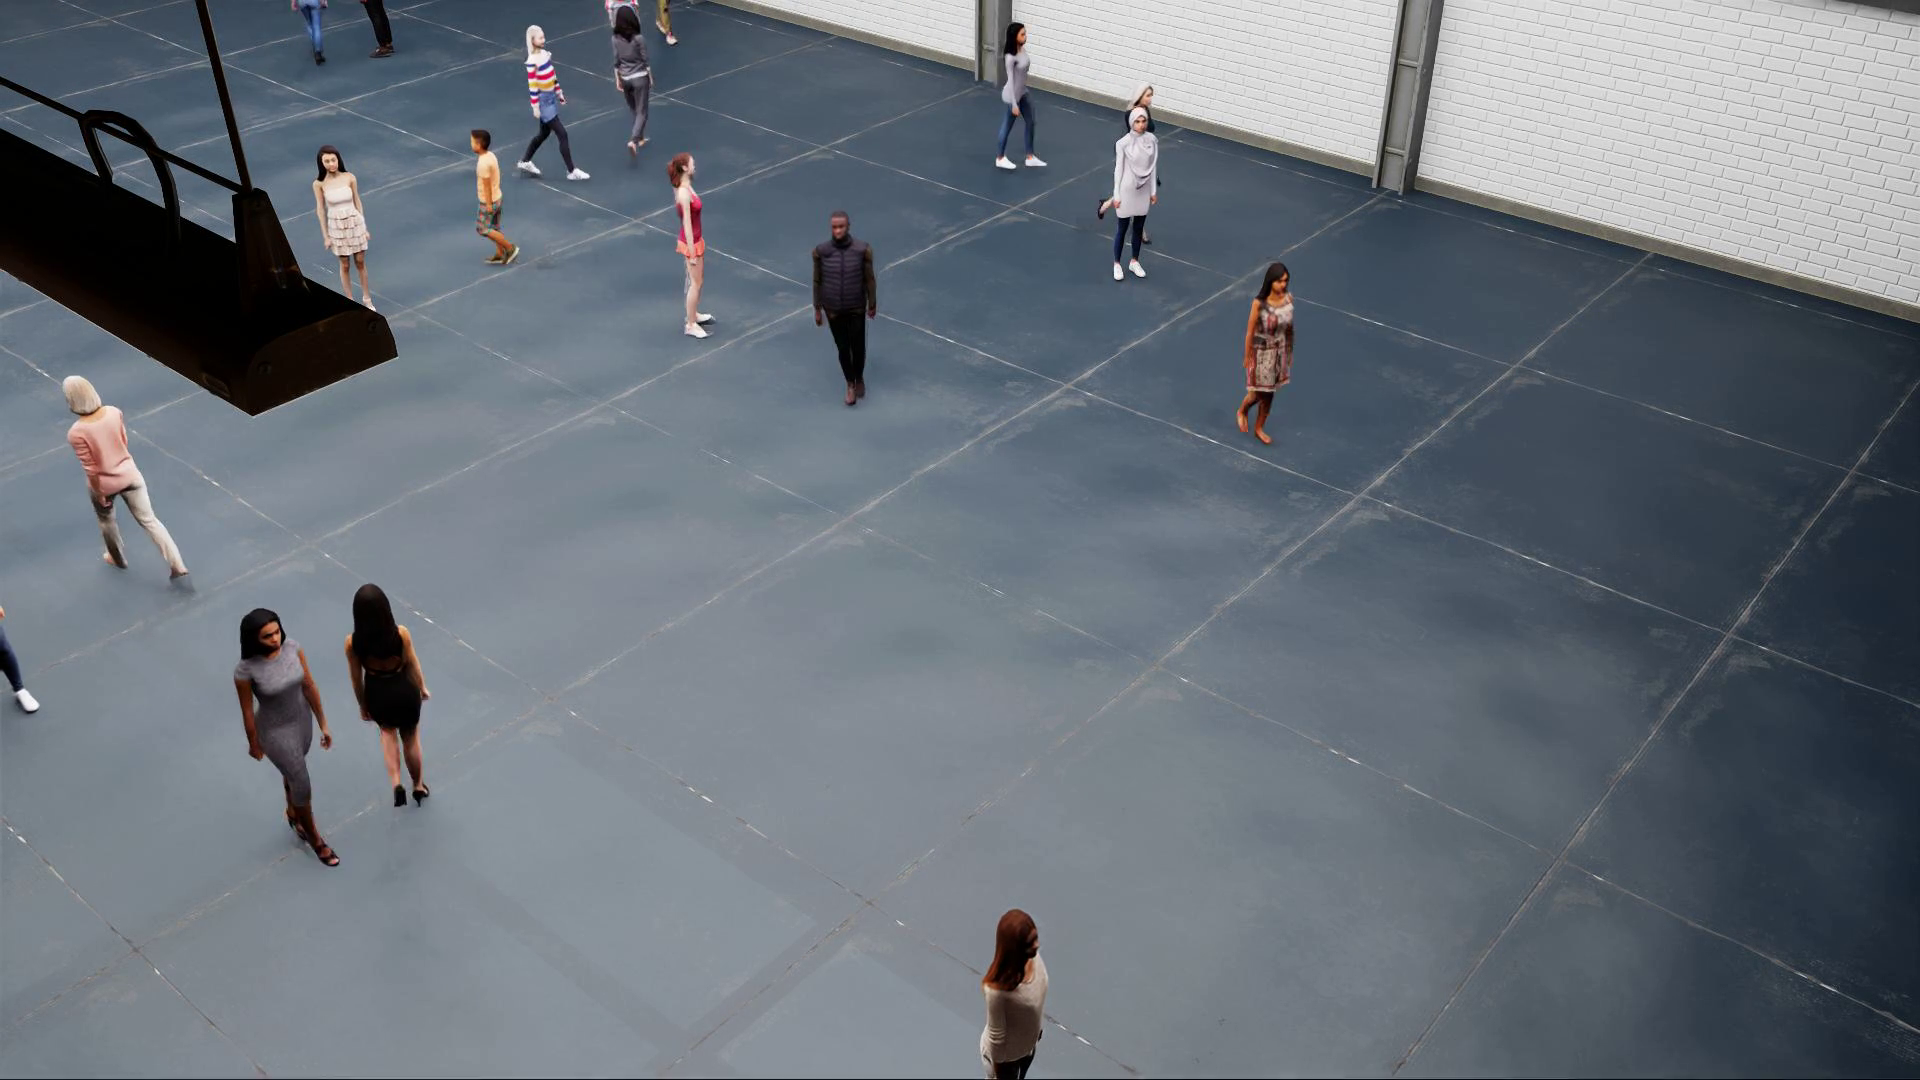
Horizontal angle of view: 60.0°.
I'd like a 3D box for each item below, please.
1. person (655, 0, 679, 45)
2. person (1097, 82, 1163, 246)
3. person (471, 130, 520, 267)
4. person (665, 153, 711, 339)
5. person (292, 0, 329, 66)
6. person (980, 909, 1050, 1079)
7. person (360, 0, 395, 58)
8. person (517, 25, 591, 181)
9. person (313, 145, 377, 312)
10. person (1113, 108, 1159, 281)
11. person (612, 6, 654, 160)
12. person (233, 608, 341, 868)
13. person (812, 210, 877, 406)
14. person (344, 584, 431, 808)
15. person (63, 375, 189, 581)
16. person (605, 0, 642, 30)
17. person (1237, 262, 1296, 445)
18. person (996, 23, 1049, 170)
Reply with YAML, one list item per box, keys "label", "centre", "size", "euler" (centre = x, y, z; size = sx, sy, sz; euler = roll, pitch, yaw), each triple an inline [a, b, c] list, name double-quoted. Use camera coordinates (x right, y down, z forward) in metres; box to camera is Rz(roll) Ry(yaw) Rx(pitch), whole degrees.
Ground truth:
- label: "person"
  centre: [-4.273, -8.041, 23.666]
  size: [0.896, 1.774, 1.238]
  euler: [-20, 39, -28]
- label: "person"
  centre: [1.801, -3.989, 17.611]
  size: [0.936, 1.727, 0.643]
  euler: [21, 39, 29]
- label: "person"
  centre: [-4.776, -3.509, 17.140]
  size: [0.757, 1.451, 0.696]
  euler: [-2, 34, -3]
- label: "person"
  centre: [-2.566, -2.815, 15.829]
  size: [0.826, 1.745, 0.708]
  euler: [-2, 34, -3]
- label: "person"
  centre: [-8.900, -7.308, 22.710]
  size: [0.809, 1.611, 0.865]
  euler: [1, 34, 1]
- label: "person"
  centre: [0.237, 2.408, 8.000]
  size: [0.622, 1.713, 0.649]
  euler: [16, 37, 22]
- label: "person"
  centre: [-8.146, -7.630, 23.005]
  size: [0.764, 1.819, 0.751]
  euler: [3, 34, 5]
- label: "person"
  centre: [-4.838, -4.999, 19.094]
  size: [1.218, 1.769, 1.033]
  euler: [4, 34, 6]
- label: "person"
  centre: [-5.938, -2.983, 16.090]
  size: [0.650, 1.735, 0.628]
  euler: [-19, 38, -26]
- label: "person"
  centre: [1.765, -3.516, 16.857]
  size: [0.703, 1.775, 0.719]
  euler: [-10, 35, -14]
- label: "person"
  centre: [-3.885, -5.395, 19.722]
  size: [1.096, 1.733, 0.974]
  euler: [7, 34, 10]
- label: "person"
  centre: [-4.073, 1.109, 9.912]
  size: [0.823, 1.760, 0.639]
  euler: [20, 38, 27]
- label: "person"
  centre: [-0.995, -2.072, 14.640]
  size: [0.805, 1.824, 0.891]
  euler: [2, 34, 3]
- label: "person"
  centre: [-3.460, 1.029, 10.144]
  size: [0.721, 1.637, 0.782]
  euler: [-7, 34, -10]
- label: "person"
  centre: [-6.172, -0.416, 12.272]
  size: [1.145, 1.688, 0.694]
  euler: [20, 38, 27]
- label: "person"
  centre: [-4.478, -6.897, 22.104]
  size: [0.907, 1.598, 0.921]
  euler: [4, 34, 6]
- label: "person"
  centre: [2.578, -1.622, 14.133]
  size: [0.760, 1.636, 0.826]
  euler: [-16, 37, -22]
- label: "person"
  centre: [0.556, -5.166, 19.393]
  size: [0.902, 1.716, 0.735]
  euler: [16, 37, 22]
